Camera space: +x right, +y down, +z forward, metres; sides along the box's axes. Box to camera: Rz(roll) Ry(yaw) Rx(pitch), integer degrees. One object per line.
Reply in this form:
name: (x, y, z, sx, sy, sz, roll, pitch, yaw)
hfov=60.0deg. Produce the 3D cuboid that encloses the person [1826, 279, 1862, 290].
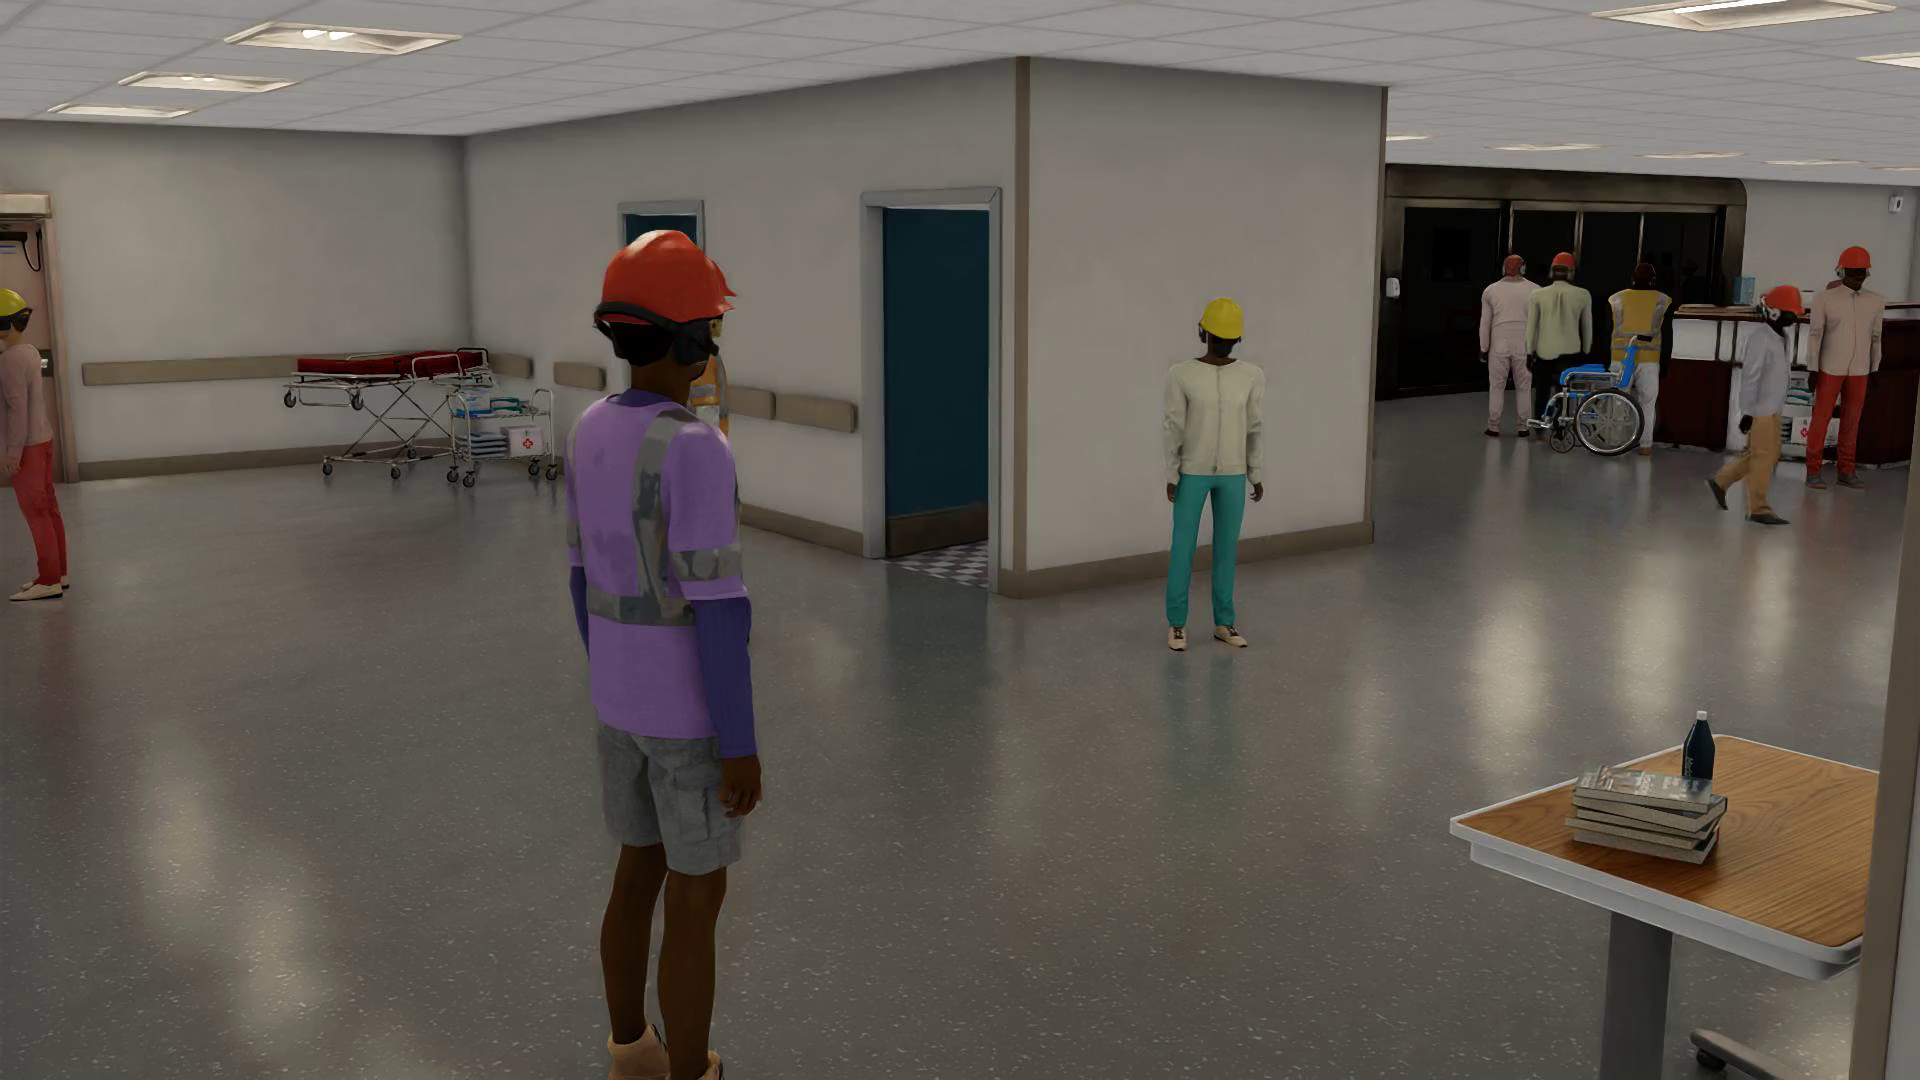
person: (13.711, -3.463, 25.856, 0.523, 1.769, 0.321, 2, 10, 11)

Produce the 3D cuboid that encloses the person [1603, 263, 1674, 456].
person: (6.472, -1.719, 15.907, 0.626, 1.837, 0.429, 5, 11, 25)

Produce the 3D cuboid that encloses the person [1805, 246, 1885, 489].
person: (7.294, -1.412, 13.724, 0.617, 1.994, 0.381, 0, 10, -2)

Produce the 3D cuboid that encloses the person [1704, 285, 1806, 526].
person: (5.751, -0.976, 12.009, 0.565, 1.727, 0.583, 10, 14, 43)

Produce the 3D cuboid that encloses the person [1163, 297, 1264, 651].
person: (1.265, -0.322, 8.283, 0.523, 1.759, 0.336, -2, 10, -10)

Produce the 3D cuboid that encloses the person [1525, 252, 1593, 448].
person: (5.986, -1.898, 16.638, 0.647, 1.925, 1.078, 3, 11, 19)

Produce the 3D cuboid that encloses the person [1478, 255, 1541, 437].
person: (5.767, -2.027, 17.435, 0.643, 1.901, 0.400, 2, 10, 12)

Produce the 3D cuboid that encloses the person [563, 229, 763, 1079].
person: (-0.629, 0.352, 3.690, 0.356, 2.047, 0.615, -8, 13, -39)

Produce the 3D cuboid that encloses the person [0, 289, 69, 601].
person: (-5.343, -0.537, 9.463, 0.328, 1.767, 0.530, -3, 11, -16)

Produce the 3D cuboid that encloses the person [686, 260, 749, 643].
person: (-1.293, -0.430, 8.380, 0.371, 1.939, 0.543, -4, 11, -22)
